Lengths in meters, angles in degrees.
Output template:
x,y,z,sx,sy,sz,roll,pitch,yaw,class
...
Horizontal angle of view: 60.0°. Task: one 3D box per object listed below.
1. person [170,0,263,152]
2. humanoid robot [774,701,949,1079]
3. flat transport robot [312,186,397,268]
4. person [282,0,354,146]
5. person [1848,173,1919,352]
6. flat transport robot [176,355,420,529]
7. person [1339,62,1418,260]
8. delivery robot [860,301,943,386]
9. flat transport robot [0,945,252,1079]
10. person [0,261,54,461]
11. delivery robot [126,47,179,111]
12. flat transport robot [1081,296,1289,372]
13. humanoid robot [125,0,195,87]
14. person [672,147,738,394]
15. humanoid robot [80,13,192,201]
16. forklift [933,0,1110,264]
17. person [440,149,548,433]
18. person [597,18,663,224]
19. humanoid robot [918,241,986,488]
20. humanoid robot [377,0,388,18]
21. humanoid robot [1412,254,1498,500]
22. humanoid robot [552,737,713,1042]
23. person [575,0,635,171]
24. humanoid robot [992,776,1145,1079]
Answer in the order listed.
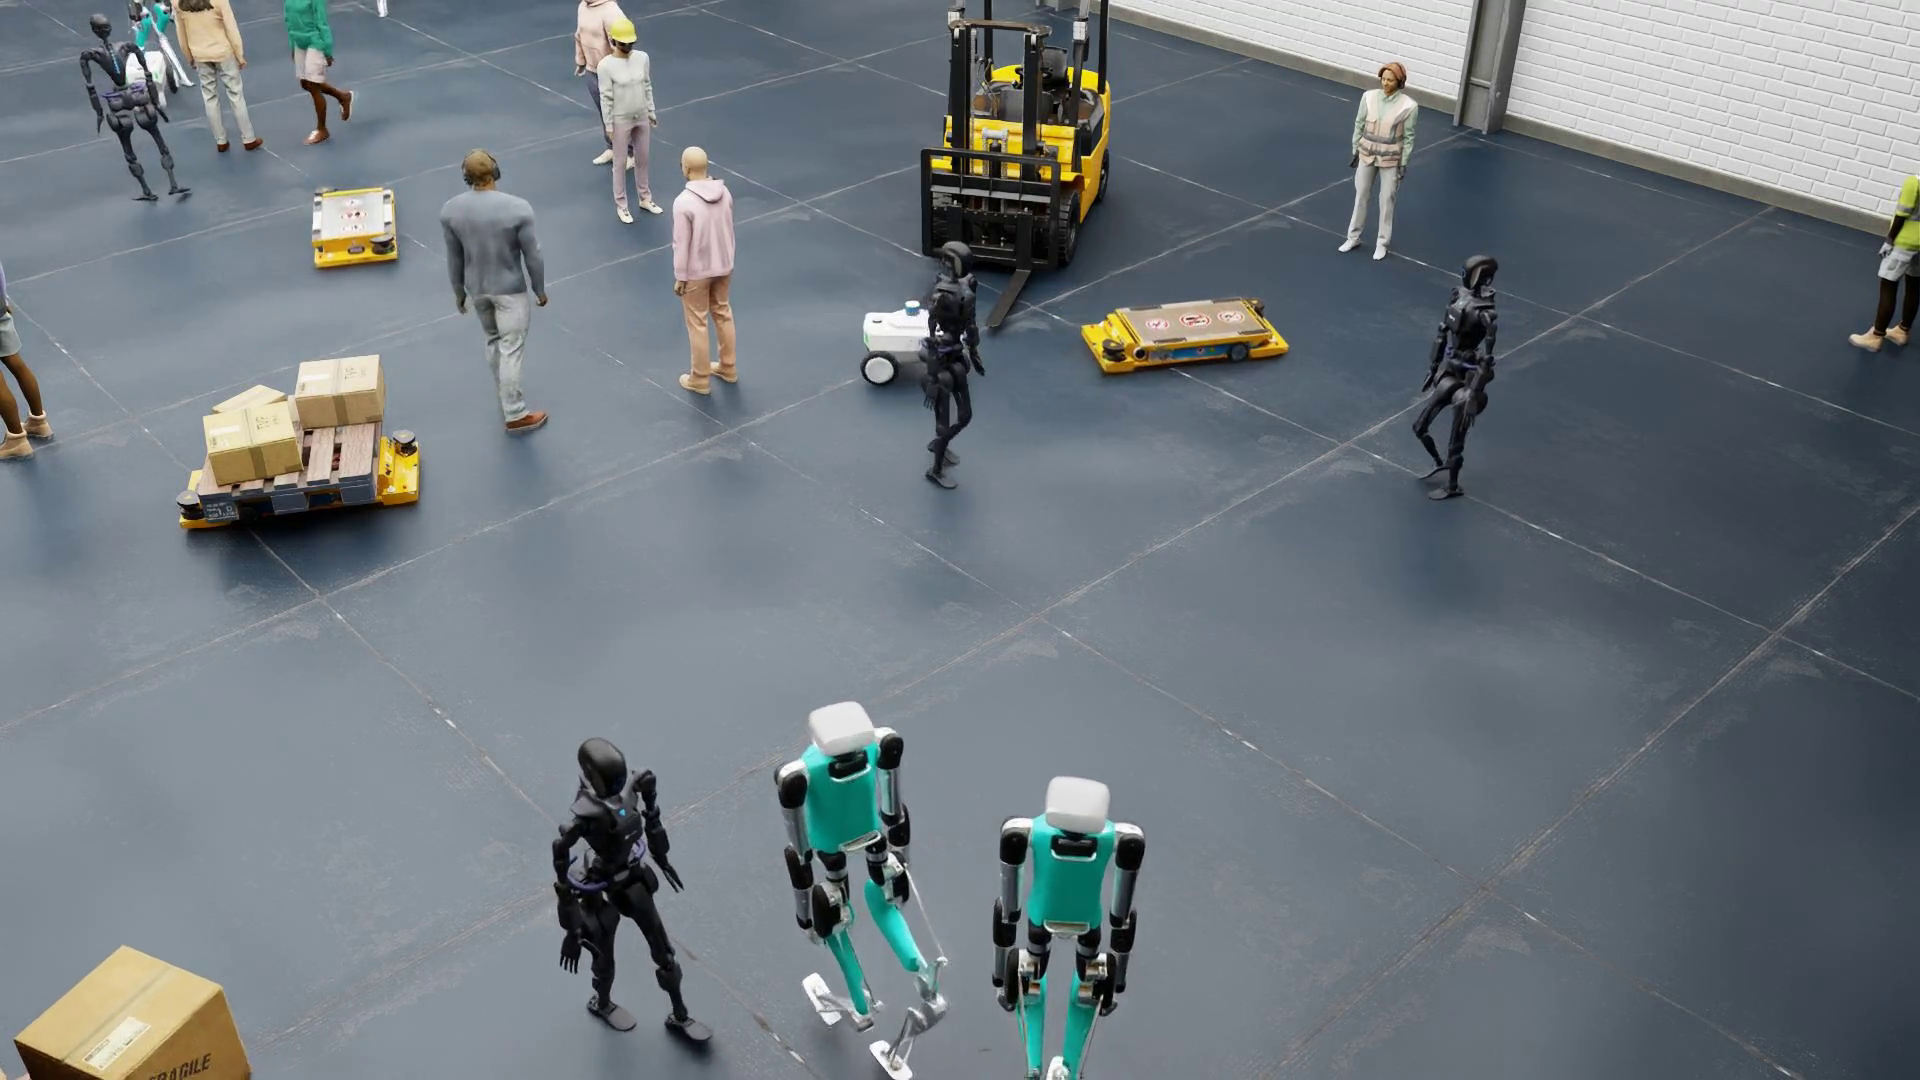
x,y,z,sx,sy,sz,roll,pitch,yaw,class
-7.100,-4.619,15.801,0.556,1.875,0.390,-2,33,-3,person
-0.338,1.477,6.540,0.538,1.743,0.927,-19,38,-27,humanoid robot
-5.227,-2.733,14.373,0.659,0.231,1.431,-9,34,-14,flat transport robot
-6.238,-4.793,16.113,0.507,1.821,0.666,18,37,26,person
7.029,-2.214,12.271,0.529,1.690,0.318,-12,35,-18,person
-4.260,-0.391,10.774,1.431,0.231,0.659,-8,34,-12,flat transport robot
3.467,-3.134,13.731,0.510,1.640,0.306,20,38,28,person
-0.358,-1.450,12.145,0.803,0.601,0.499,1,33,2,delivery robot
-3.245,2.525,6.292,1.431,0.231,0.659,26,41,34,flat transport robot
-6.416,-1.472,10.821,0.384,2.034,0.604,4,33,6,person
-8.491,-4.842,17.366,0.499,0.608,0.793,-10,34,-15,delivery robot
1.695,-1.551,12.558,1.431,0.231,0.659,-7,34,-10,flat transport robot
-8.496,-5.534,17.376,0.718,1.822,0.533,25,41,33,humanoid robot
-1.772,-1.886,11.693,0.407,1.774,0.540,24,40,32,person
-7.353,-3.815,14.753,0.604,1.647,0.447,-21,38,-29,humanoid robot
0.570,-3.725,14.138,1.214,2.155,2.313,9,34,13,forklift
-3.129,-1.690,11.291,0.644,1.902,0.693,5,33,8,person
-2.843,-3.633,14.385,0.532,1.765,0.327,-28,42,-36,person
-0.113,-1.140,10.635,0.423,1.646,0.592,18,37,25,humanoid robot
-7.018,-7.273,20.063,0.549,1.769,1.025,-3,33,-5,humanoid robot
3.125,-0.996,10.414,0.348,1.653,0.588,-10,34,-15,humanoid robot
-1.363,1.426,6.704,0.586,1.633,0.609,22,39,30,humanoid robot
-3.280,-4.378,15.444,0.795,1.863,0.426,27,41,35,person
0.387,1.738,6.149,0.556,1.758,0.919,0,33,1,humanoid robot
